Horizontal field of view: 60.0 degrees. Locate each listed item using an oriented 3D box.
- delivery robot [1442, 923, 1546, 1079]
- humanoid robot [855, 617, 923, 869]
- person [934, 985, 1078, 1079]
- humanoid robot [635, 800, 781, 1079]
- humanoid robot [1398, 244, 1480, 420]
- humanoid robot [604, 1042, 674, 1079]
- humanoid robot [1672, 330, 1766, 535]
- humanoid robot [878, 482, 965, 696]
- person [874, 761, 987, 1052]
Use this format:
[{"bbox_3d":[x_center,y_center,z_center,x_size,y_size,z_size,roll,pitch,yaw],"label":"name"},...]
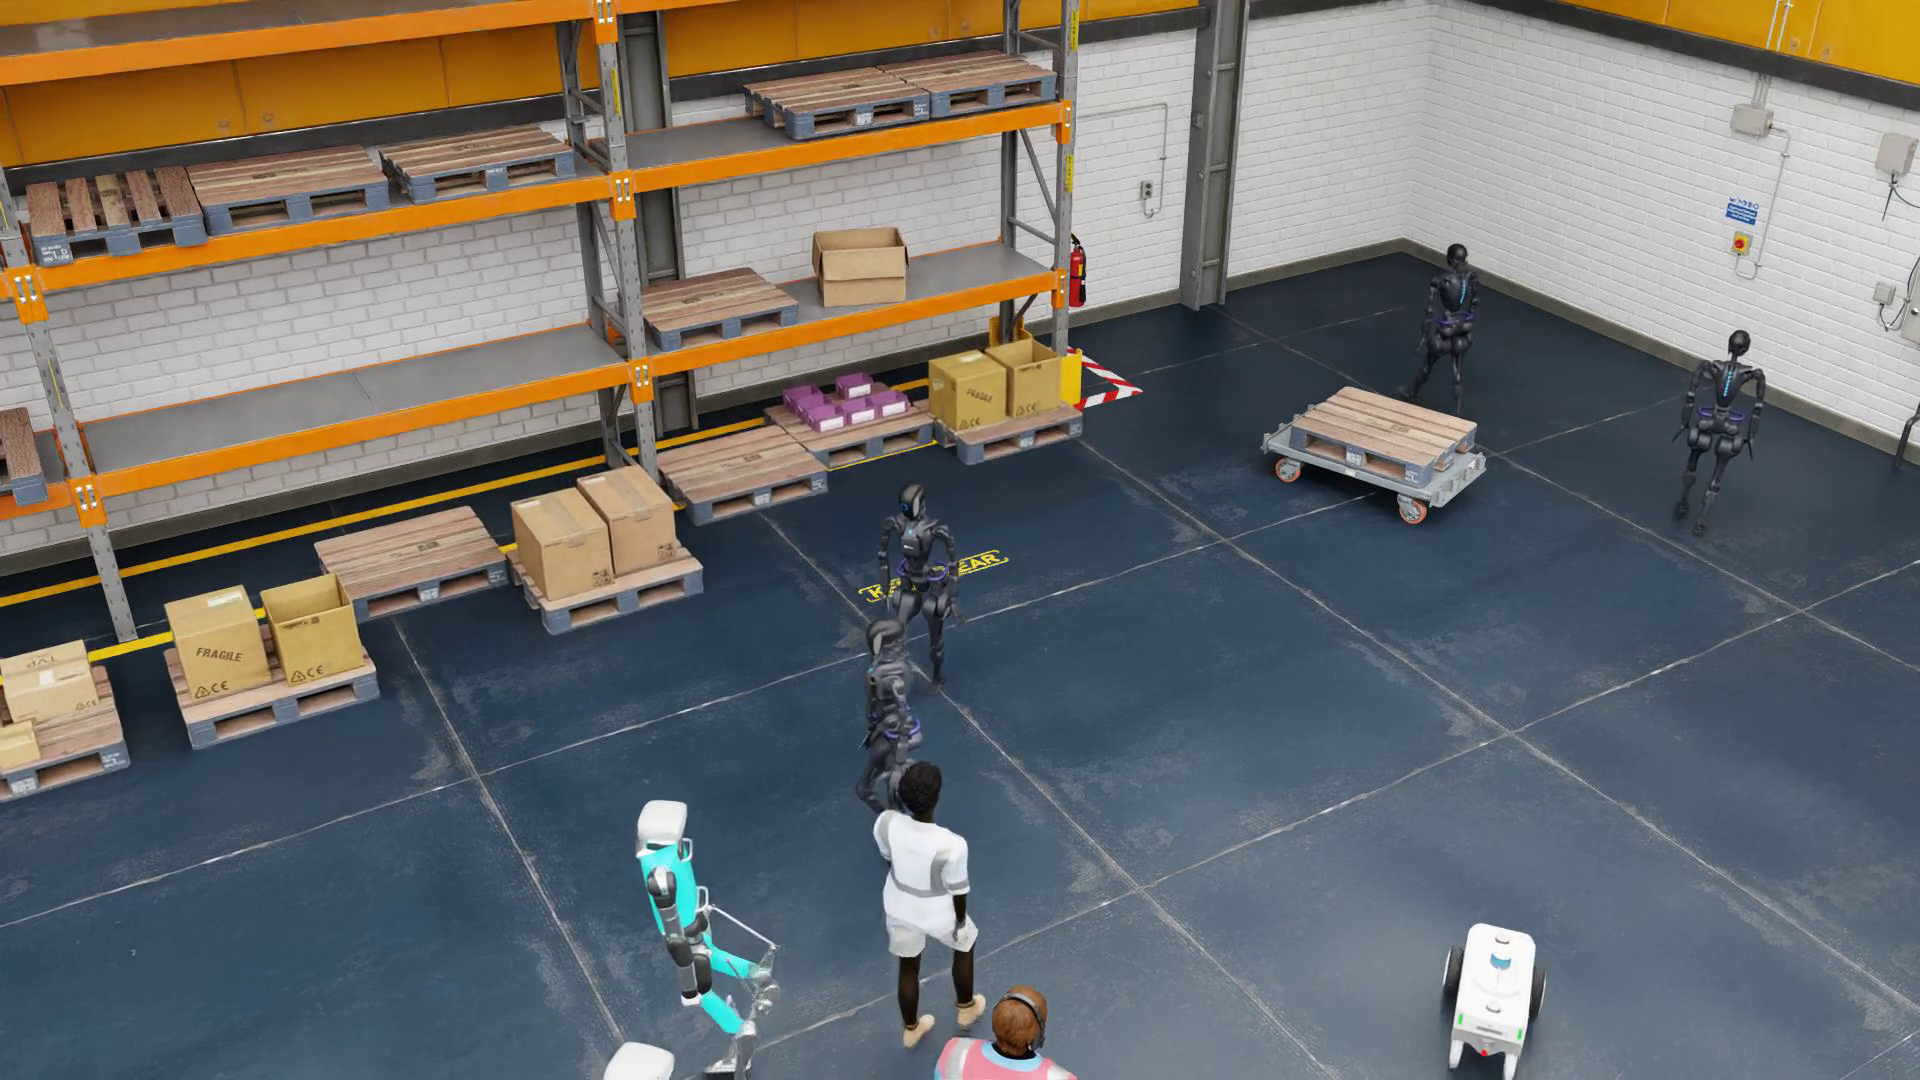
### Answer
[{"bbox_3d":[2.742,2.328,8.545,0.499,0.577,0.769,10,31,18],"label":"delivery robot"},{"bbox_3d":[-0.405,1.172,9.470,0.336,1.651,0.590,-11,31,-19],"label":"humanoid robot"},{"bbox_3d":[0.210,2.563,6.854,0.629,1.836,0.431,11,31,19],"label":"person"},{"bbox_3d":[-1.121,2.030,8.005,0.727,1.896,0.547,-4,30,-7],"label":"humanoid robot"},{"bbox_3d":[4.368,-1.880,14.913,0.596,1.624,0.774,-12,32,-20],"label":"humanoid robot"},{"bbox_3d":[-1.181,2.634,6.911,0.540,1.856,0.777,5,30,8],"label":"humanoid robot"},{"bbox_3d":[5.984,-0.887,13.127,0.616,1.635,0.646,14,32,23],"label":"humanoid robot"},{"bbox_3d":[-0.270,0.376,10.894,0.612,1.637,0.629,11,31,18],"label":"humanoid robot"},{"bbox_3d":[-0.147,1.799,8.348,0.540,1.679,0.596,14,32,22],"label":"person"}]
